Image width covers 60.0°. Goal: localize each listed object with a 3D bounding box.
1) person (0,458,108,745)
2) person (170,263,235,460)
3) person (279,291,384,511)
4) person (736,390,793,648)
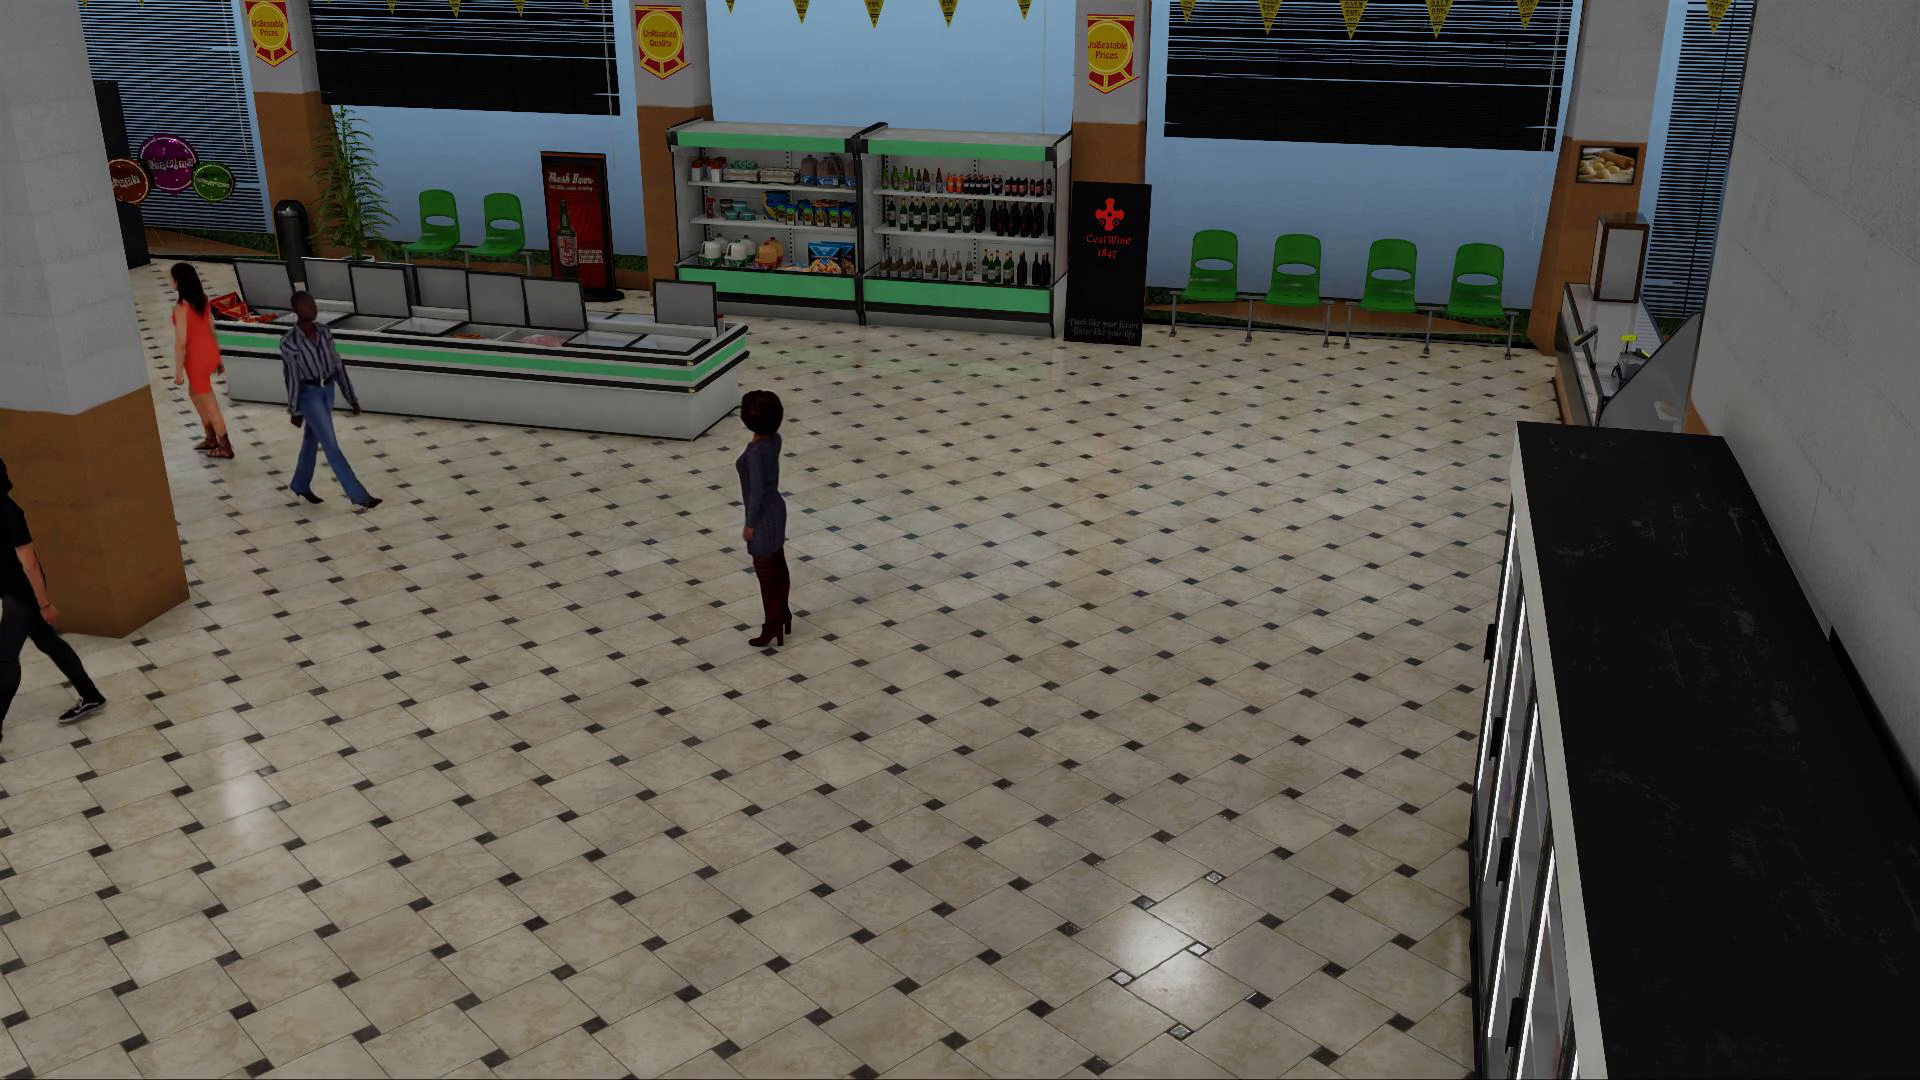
[{"bbox_3d":[-5.327,0.269,9.573,1.079,1.802,1.131,-18,28,-38],"label":"person"},{"bbox_3d":[-6.352,-1.495,14.090,0.667,1.709,0.665,2,22,6],"label":"person"},{"bbox_3d":[-5.079,-1.049,12.933,1.221,1.742,0.709,8,23,19],"label":"person"},{"bbox_3d":[-1.249,-0.141,10.717,0.503,1.710,0.578,6,23,15],"label":"person"}]
